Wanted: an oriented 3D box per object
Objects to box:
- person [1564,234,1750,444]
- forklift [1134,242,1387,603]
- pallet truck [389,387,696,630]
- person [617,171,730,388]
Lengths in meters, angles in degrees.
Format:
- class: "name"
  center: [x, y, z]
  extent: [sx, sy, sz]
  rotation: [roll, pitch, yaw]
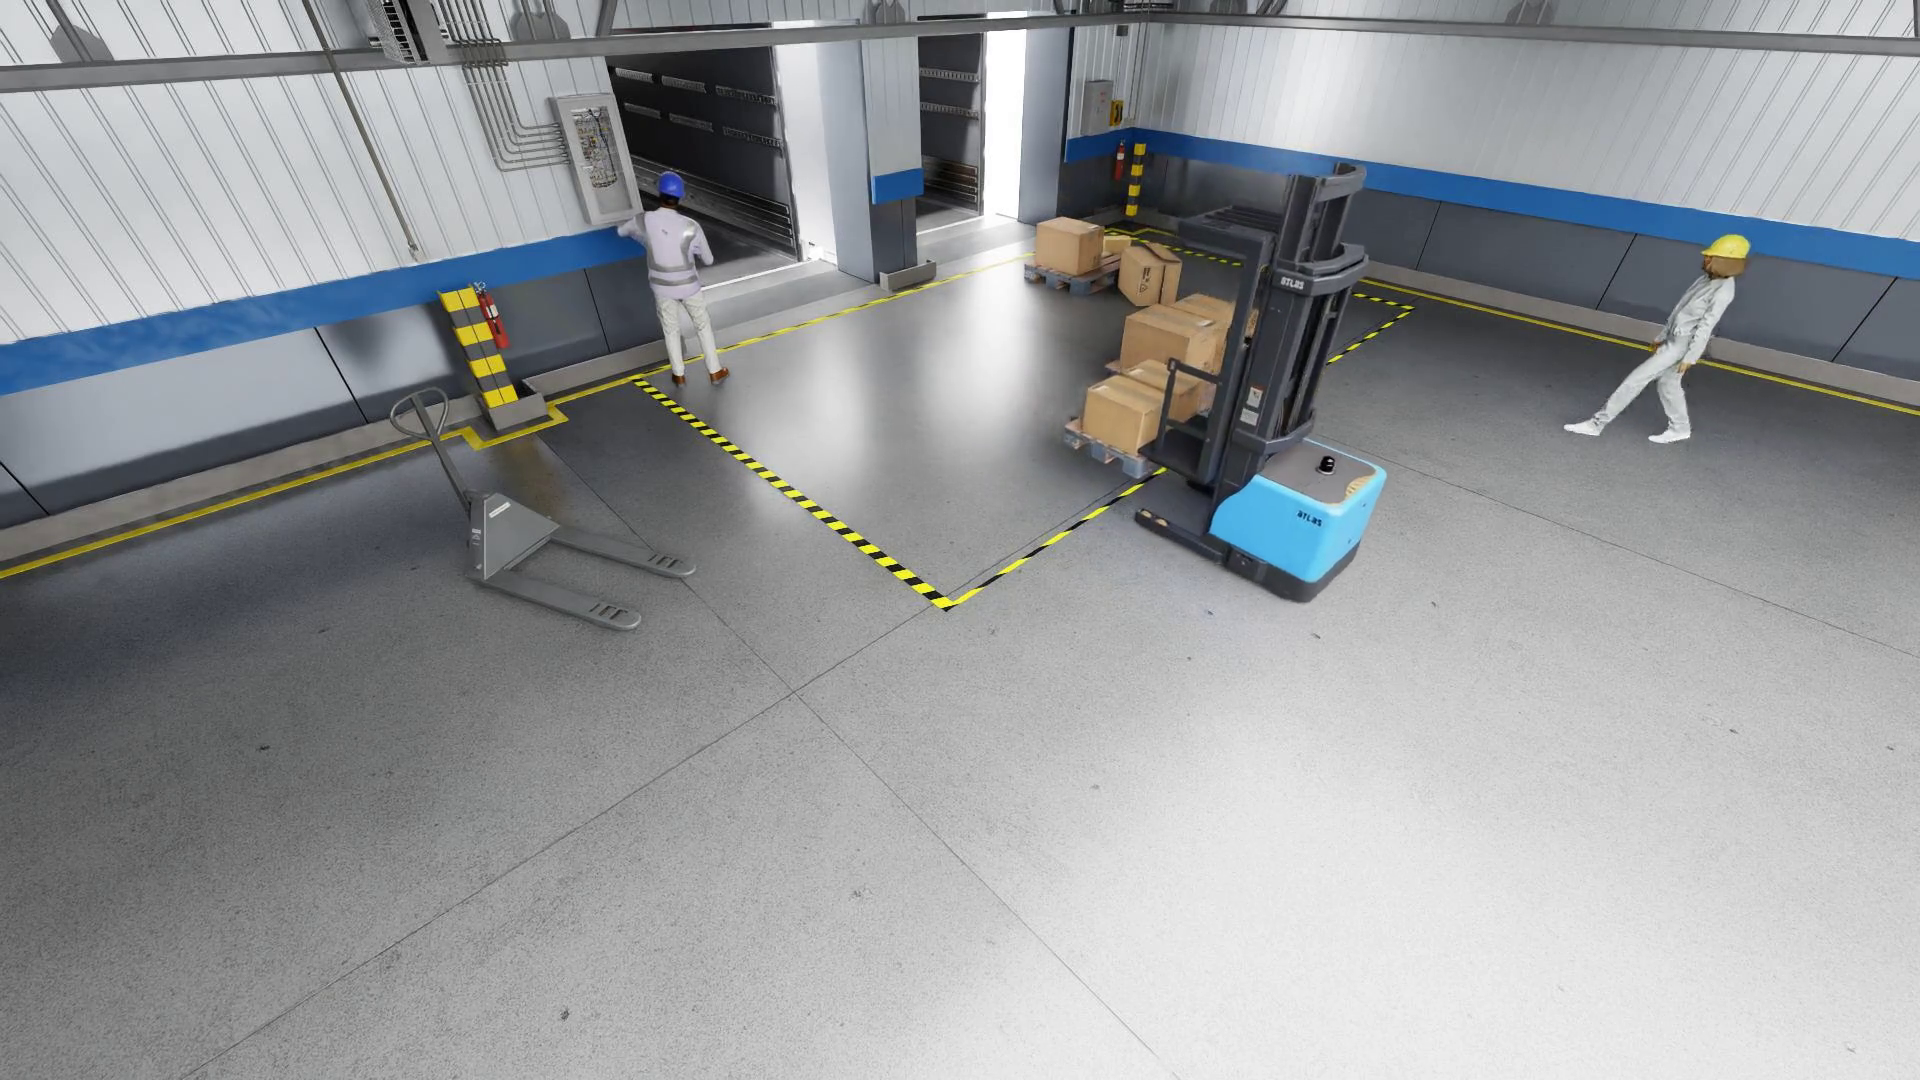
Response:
- class: "person"
  center: [5.820, -1.577, 5.939]
  extent: [0.887, 1.696, 0.496]
  rotation: [18, 41, 21]
- class: "forklift"
  center: [2.146, -0.690, 4.510]
  extent: [0.716, 2.013, 0.776]
  rotation: [-30, 47, -33]
- class: "pallet truck"
  center: [-2.613, -0.247, 4.593]
  extent: [1.601, 1.201, 0.680]
  rotation: [14, 40, 17]
- class: "person"
  center: [-2.670, -2.415, 6.859]
  extent: [0.790, 1.901, 0.697]
  rotation: [-8, 38, -10]
